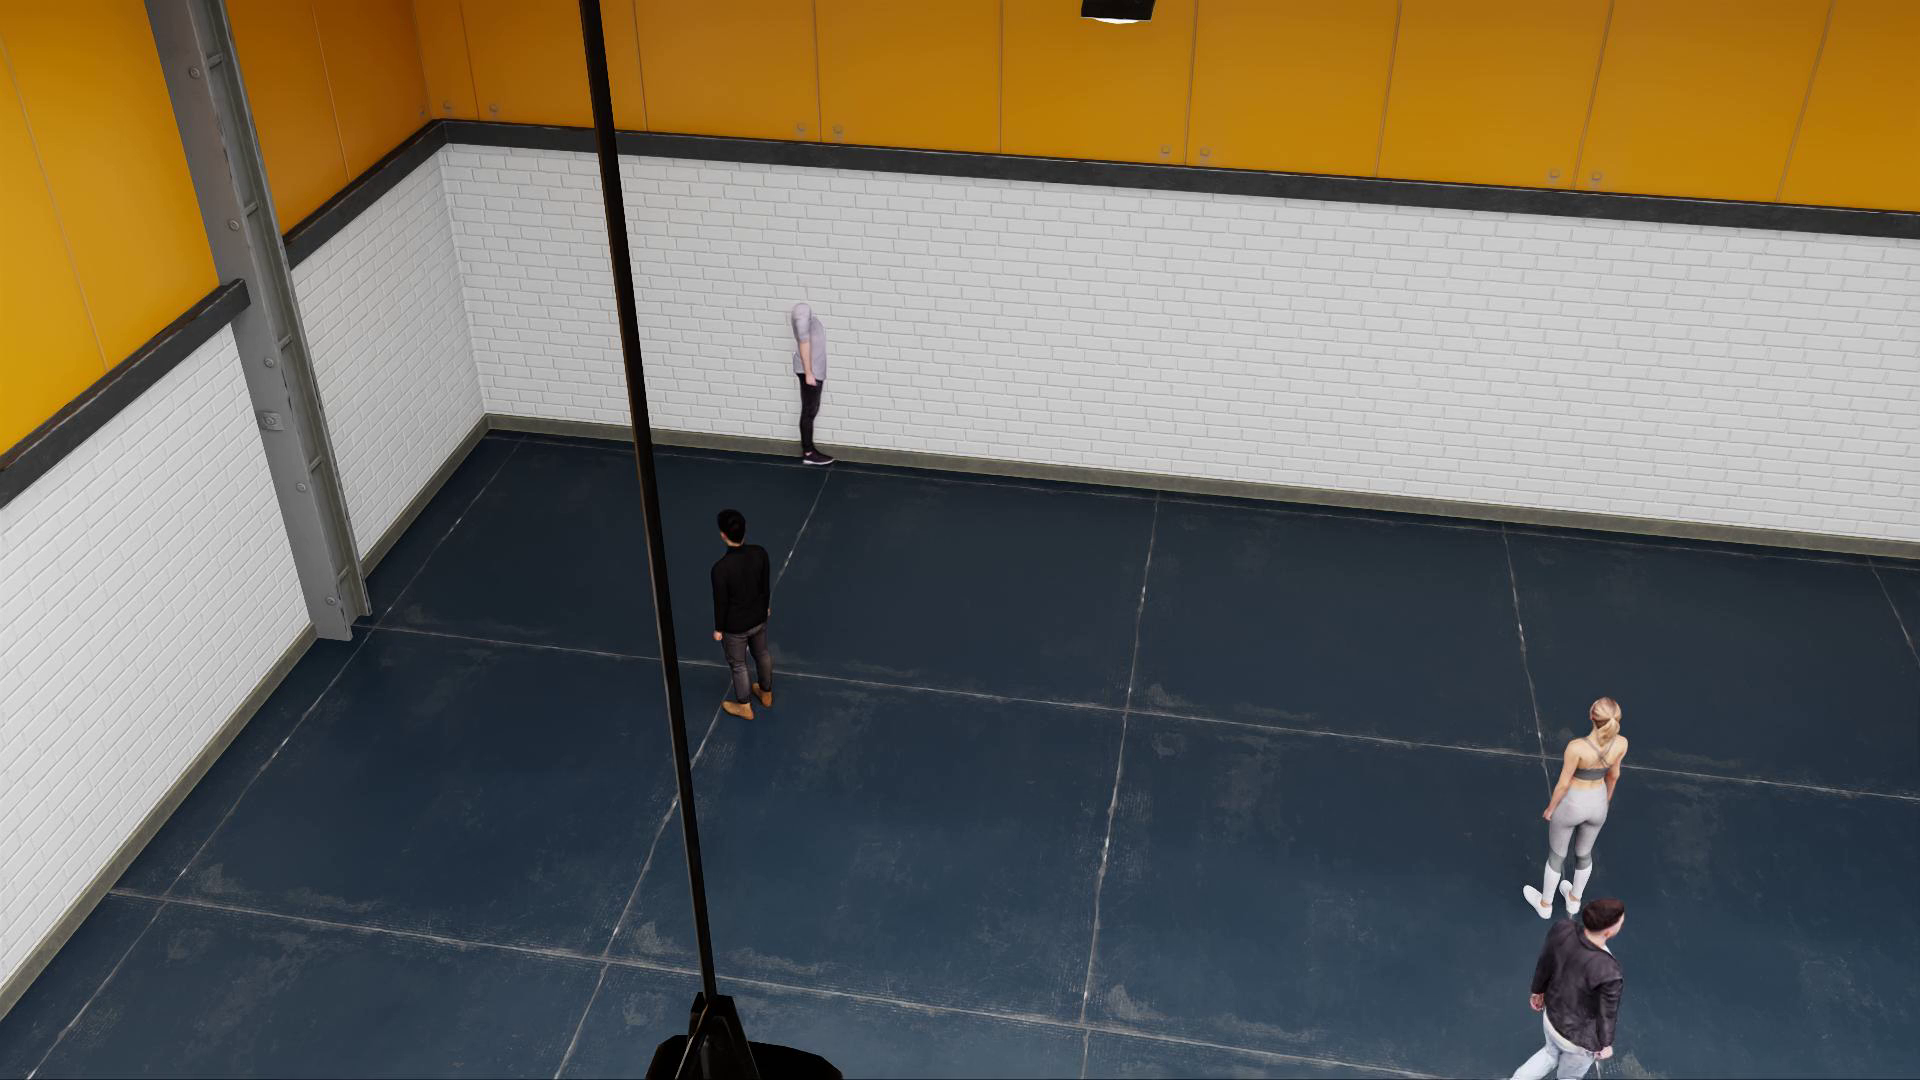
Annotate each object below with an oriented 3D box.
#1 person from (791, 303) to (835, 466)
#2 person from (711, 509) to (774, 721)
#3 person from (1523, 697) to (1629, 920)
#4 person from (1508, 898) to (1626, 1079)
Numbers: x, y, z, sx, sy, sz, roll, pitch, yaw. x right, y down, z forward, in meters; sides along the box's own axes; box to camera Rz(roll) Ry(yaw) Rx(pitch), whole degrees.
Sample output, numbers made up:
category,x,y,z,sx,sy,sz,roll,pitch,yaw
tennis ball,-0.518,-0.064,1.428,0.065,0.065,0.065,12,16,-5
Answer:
category,x,y,z,sx,sy,sz,roll,pitch,yaw
person,-1.356,-1.584,15.033,0.763,1.834,0.568,1,34,1
person,-1.558,0.531,11.952,0.682,1.722,0.786,-29,43,-36
person,3.835,1.654,10.279,0.636,1.703,0.638,-5,34,-7
person,3.172,2.576,8.783,0.904,1.824,0.865,-11,35,-16
